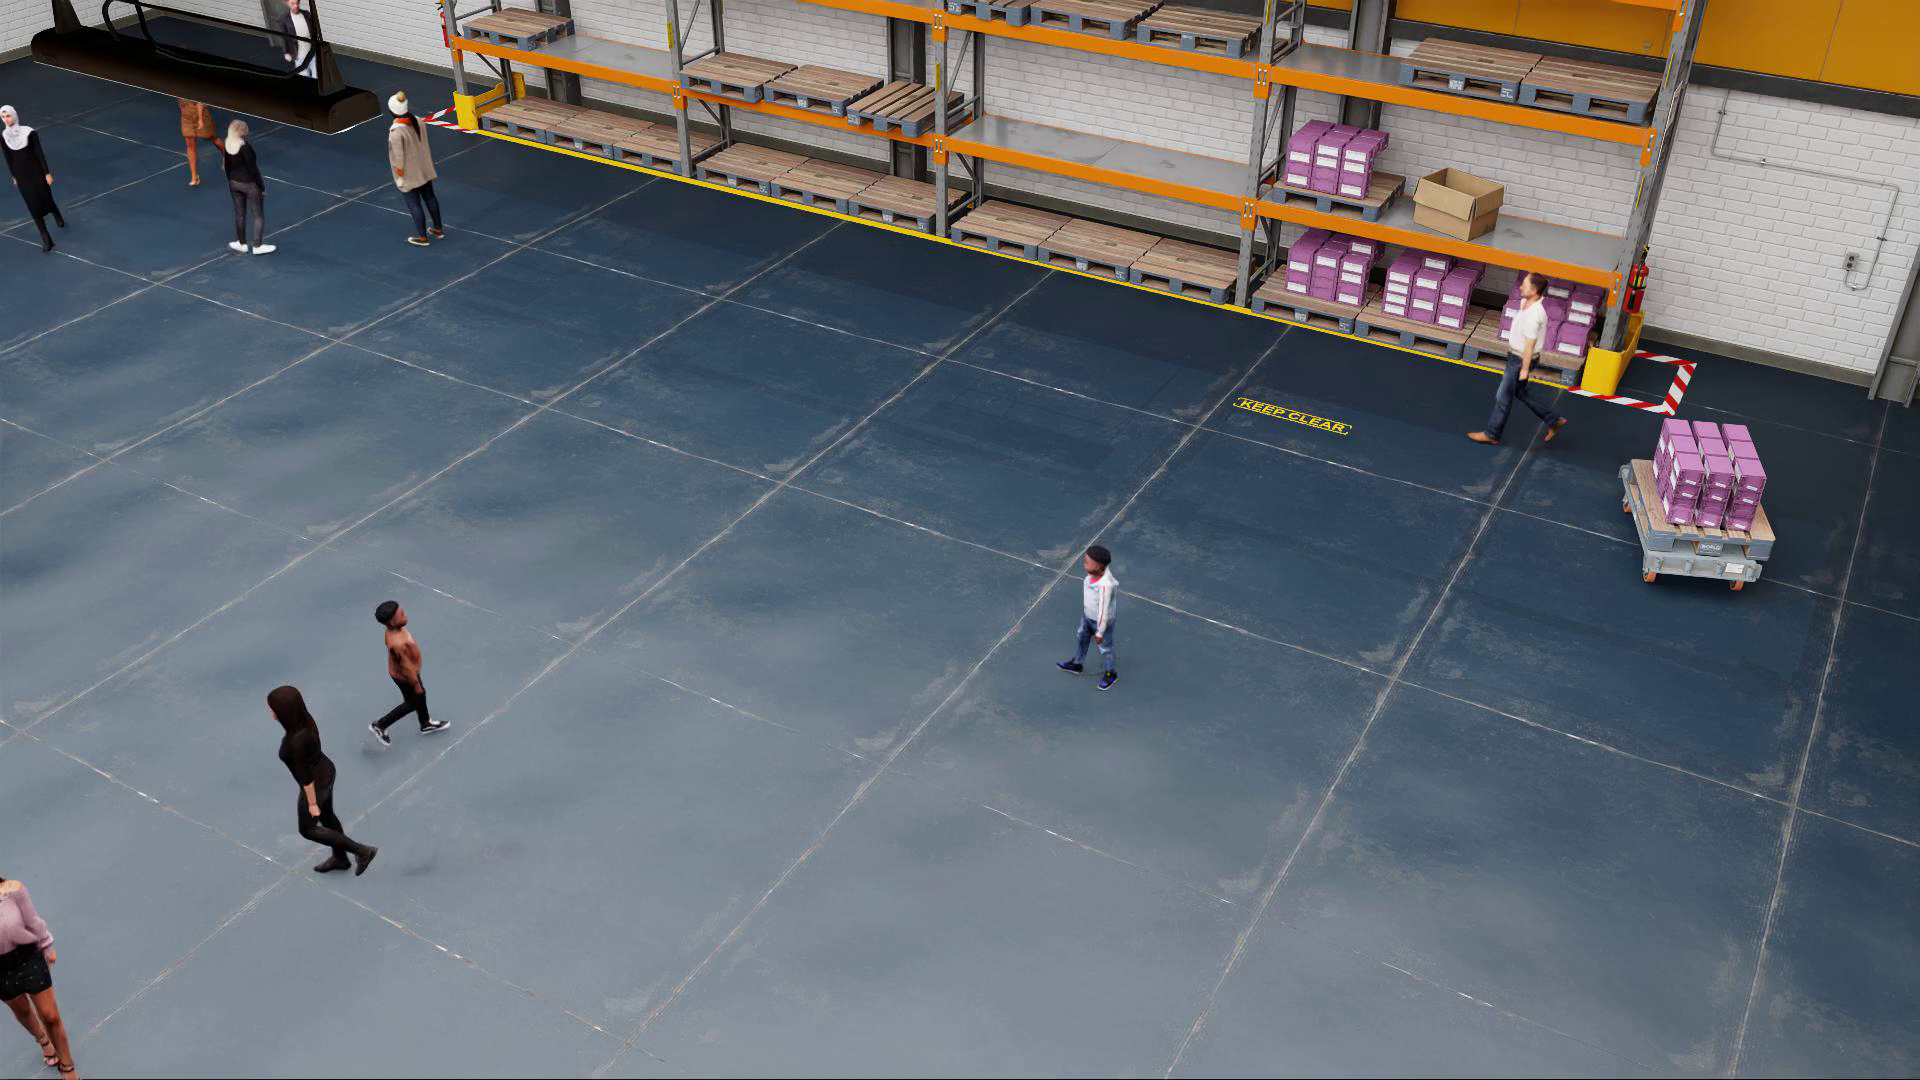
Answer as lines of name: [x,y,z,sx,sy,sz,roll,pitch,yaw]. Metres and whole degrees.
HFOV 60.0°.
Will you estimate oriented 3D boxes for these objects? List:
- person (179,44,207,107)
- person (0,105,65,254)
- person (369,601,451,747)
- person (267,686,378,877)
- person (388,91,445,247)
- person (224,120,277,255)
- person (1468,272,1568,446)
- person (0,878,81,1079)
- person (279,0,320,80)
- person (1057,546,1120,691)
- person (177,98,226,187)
person: [-10.783,-6.290,23.402,0.916,1.280,0.899,-3,34,-5]
person: [-11.216,-4.402,20.131,0.978,1.759,1.028,-7,34,-11]
person: [-4.214,1.012,12.452,0.847,1.242,0.820,-13,36,-19]
person: [-4.249,1.625,11.177,0.838,1.632,0.771,-5,34,-8]
person: [-6.634,-4.530,20.200,0.647,1.896,0.692,16,37,23]
person: [-8.623,-4.226,19.953,0.536,1.663,0.906,7,34,11]
person: [5.519,-1.706,16.007,1.199,1.833,0.868,8,35,12]
person: [-5.581,2.467,9.766,0.815,1.792,0.911,-22,39,-29]
person: [-9.490,-7.010,23.997,0.767,1.822,0.770,-28,42,-35]
person: [1.149,0.576,13.104,0.787,1.246,0.729,-13,36,-19]
person: [-10.040,-5.576,21.999,1.094,1.645,0.889,6,34,9]
